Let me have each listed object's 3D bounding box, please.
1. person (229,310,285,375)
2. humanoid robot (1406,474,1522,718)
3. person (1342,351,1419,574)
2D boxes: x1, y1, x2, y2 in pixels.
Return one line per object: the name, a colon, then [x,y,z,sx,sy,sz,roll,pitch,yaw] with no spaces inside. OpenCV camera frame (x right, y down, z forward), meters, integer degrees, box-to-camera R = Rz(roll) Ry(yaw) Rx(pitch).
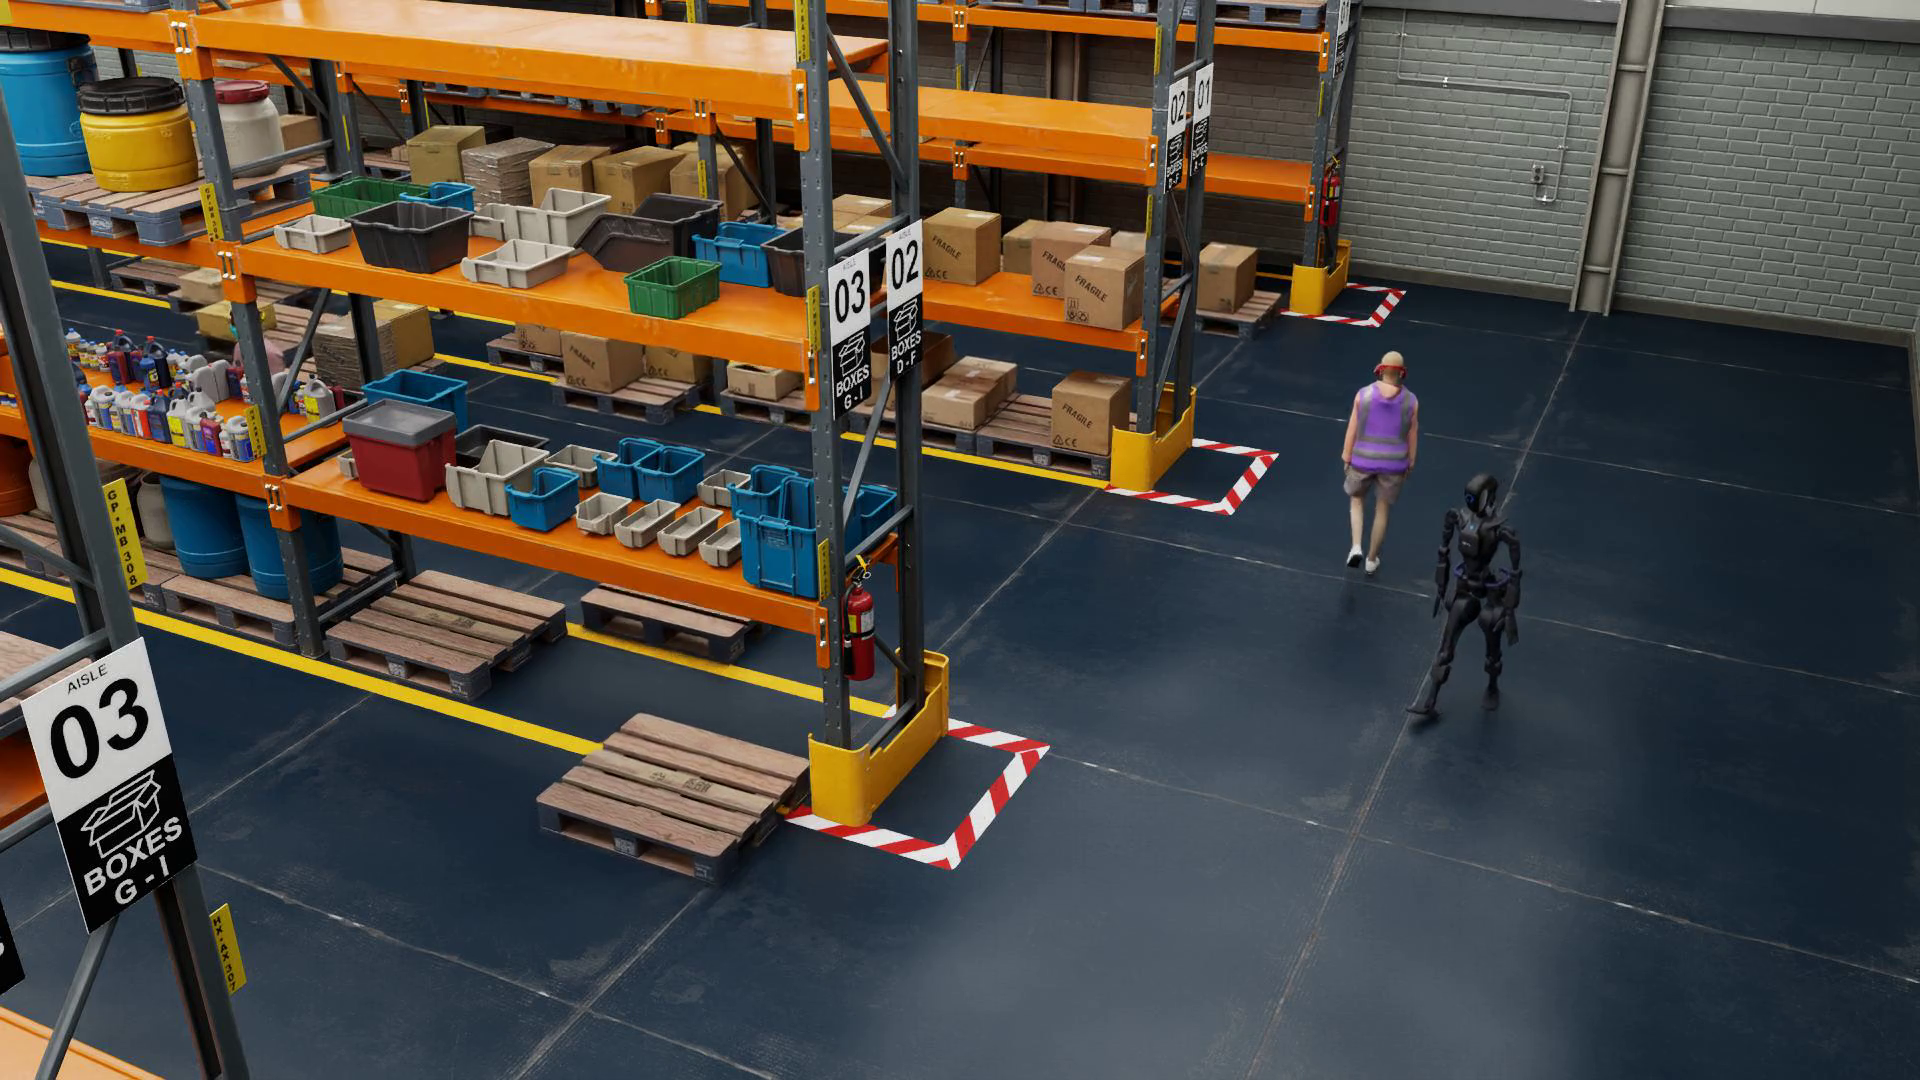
person: [-5.161,-0.902,12.418,0.523,1.795,0.333,15,30,28]
humanoid robot: [3.122,0.361,10.023,0.776,1.621,0.603,-21,33,-36]
person: [2.964,-0.531,11.785,0.510,1.680,0.400,7,27,14]
